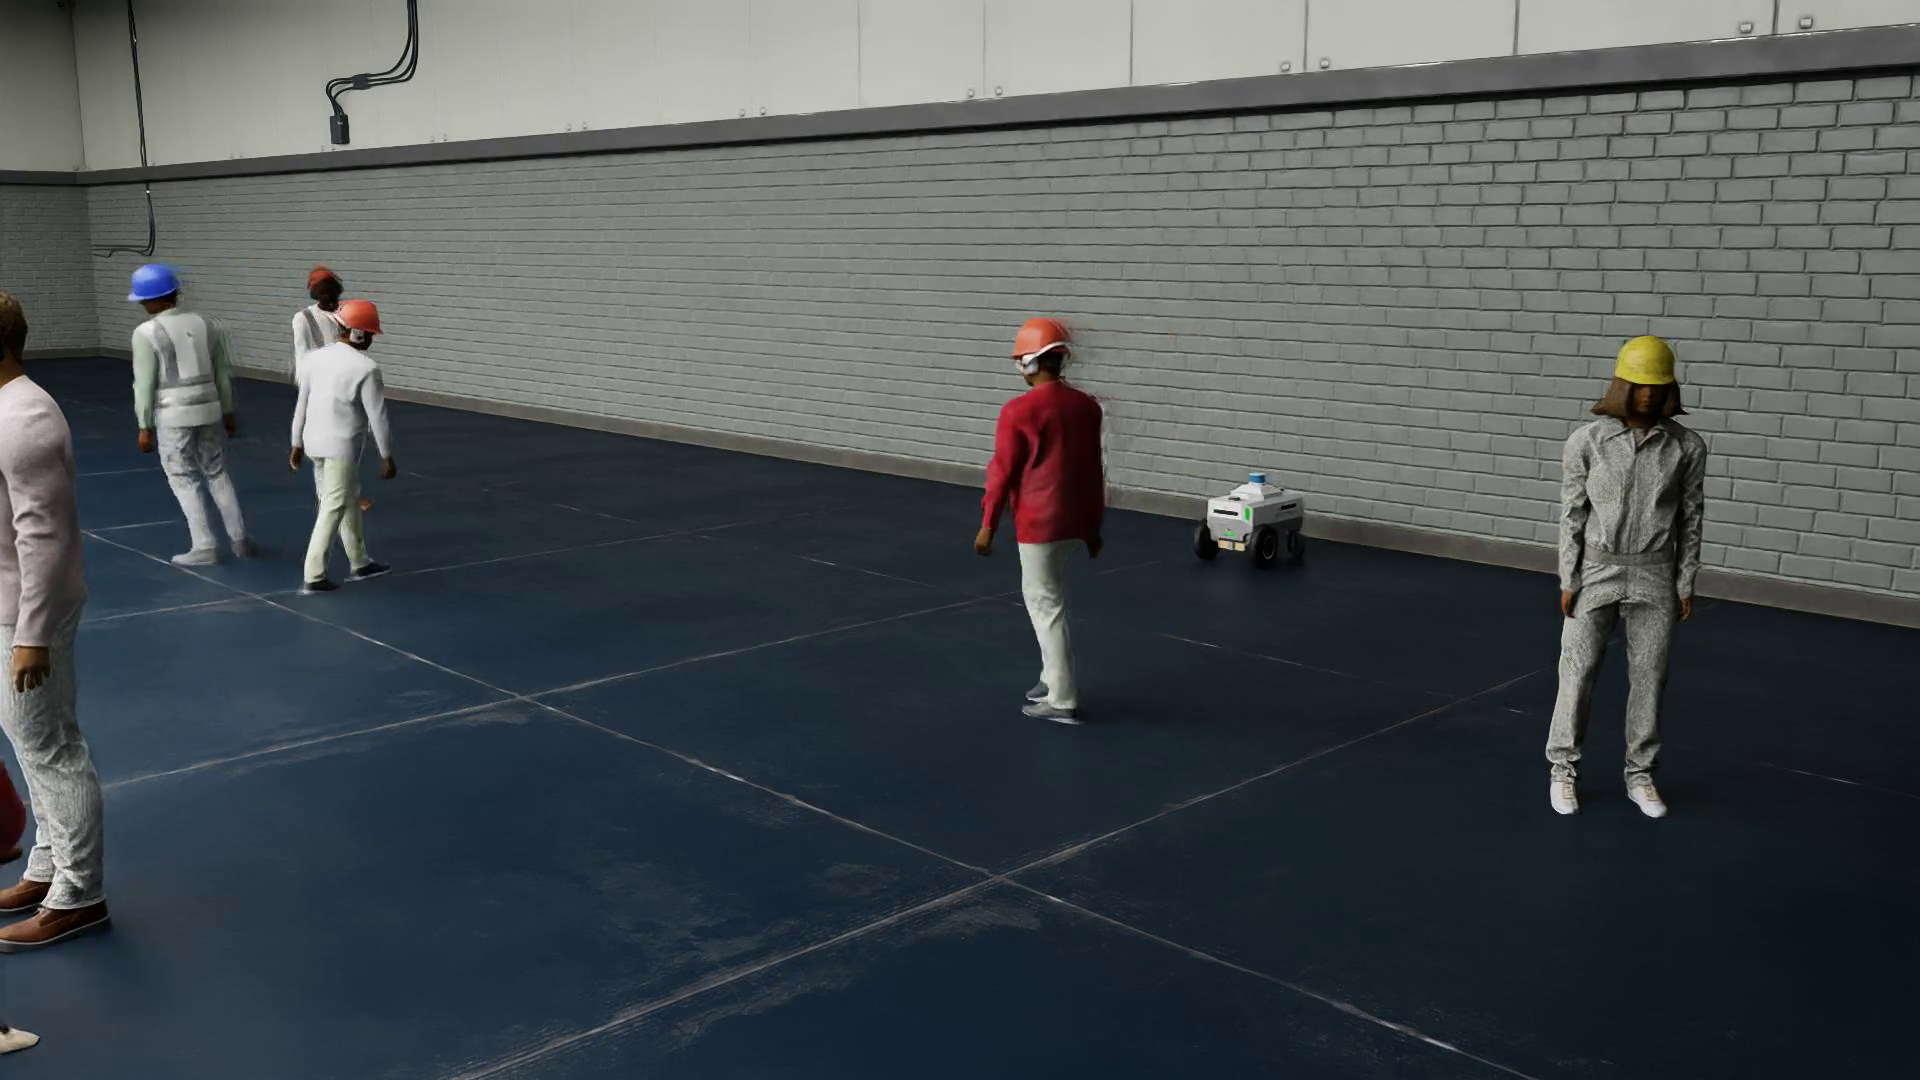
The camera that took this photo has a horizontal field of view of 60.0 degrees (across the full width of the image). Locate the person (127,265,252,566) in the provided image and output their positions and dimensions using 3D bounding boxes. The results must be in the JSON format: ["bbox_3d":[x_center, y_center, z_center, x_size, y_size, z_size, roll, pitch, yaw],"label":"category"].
[{"bbox_3d":[-4.846,-0.770,10.449,0.374,1.896,0.722,5,11,24],"label":"person"}]

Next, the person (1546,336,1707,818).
[{"bbox_3d":[2.374,0.144,5.914,0.483,1.734,0.353,2,11,10],"label":"person"}]

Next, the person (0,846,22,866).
[{"bbox_3d":[-3.356,0.178,5.285,0.663,1.891,0.421,8,13,36],"label":"person"}]

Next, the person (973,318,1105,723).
[{"bbox_3d":[0.336,-0.082,7.151,0.542,1.727,0.558,9,14,40],"label":"person"}]

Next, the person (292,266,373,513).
[{"bbox_3d":[-4.667,-1.090,12.282,0.480,1.855,0.599,7,12,32],"label":"person"}]

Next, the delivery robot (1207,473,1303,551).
[{"bbox_3d":[1.899,-0.189,10.675,0.477,0.478,0.707,9,14,41],"label":"delivery robot"}]

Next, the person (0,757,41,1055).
[{"bbox_3d":[-2.569,0.452,4.164,0.345,1.758,0.553,-4,11,-21],"label":"person"}]

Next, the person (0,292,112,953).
[{"bbox_3d":[-2.761,0.227,4.885,0.358,1.938,0.636,-8,13,-36],"label":"person"}]

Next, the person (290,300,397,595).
[{"bbox_3d":[-3.600,-0.555,9.789,0.594,1.692,0.773,6,12,31],"label":"person"}]
